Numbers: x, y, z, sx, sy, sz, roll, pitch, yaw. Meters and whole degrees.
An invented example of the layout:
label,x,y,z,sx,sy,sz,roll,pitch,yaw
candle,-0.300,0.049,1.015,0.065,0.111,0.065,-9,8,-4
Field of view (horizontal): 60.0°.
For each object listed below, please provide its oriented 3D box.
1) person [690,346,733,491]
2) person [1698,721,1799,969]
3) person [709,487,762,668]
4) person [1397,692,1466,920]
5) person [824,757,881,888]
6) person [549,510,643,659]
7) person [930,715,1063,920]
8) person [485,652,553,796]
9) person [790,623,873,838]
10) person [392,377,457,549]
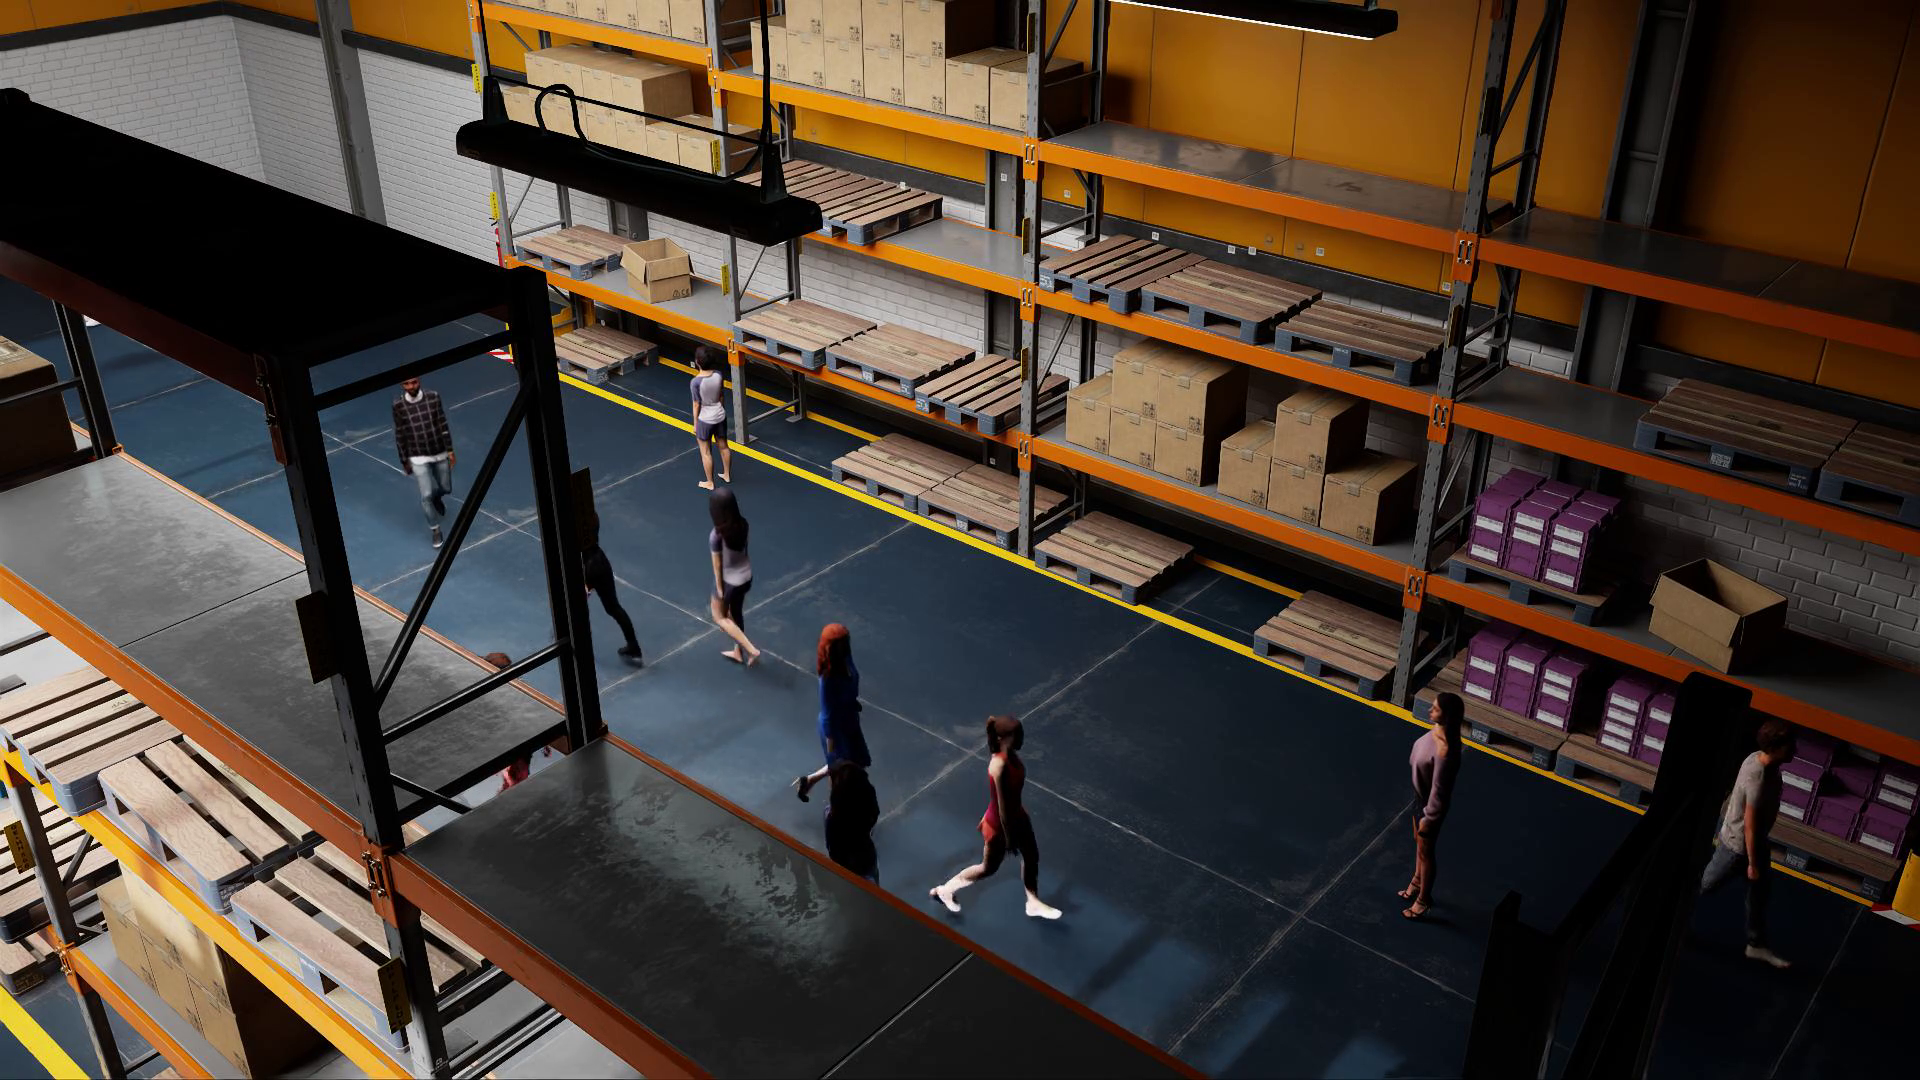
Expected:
label,x,y,z,sx,sy,sz,roll,pitch,yaw
person,-2.593,-1.279,17.248,0.584,1.565,0.553,-25,37,-38
person,5.061,1.973,10.981,1.227,1.857,0.699,19,34,30
person,-1.878,0.355,14.121,0.766,1.692,0.633,19,34,31
person,3.212,1.807,11.334,0.704,1.812,0.695,4,29,7
person,-0.647,2.162,10.931,0.702,1.574,1.088,-23,36,-35
person,-3.086,0.326,14.228,1.211,1.639,0.778,13,31,23
person,0.212,1.911,11.243,1.195,1.716,0.891,7,29,12
person,-3.295,1.478,12.143,1.153,1.614,0.652,25,38,38
person,-0.942,1.370,12.132,0.987,1.813,0.830,8,30,15
person,-5.217,-0.868,16.246,0.903,1.803,1.077,-13,31,-23
